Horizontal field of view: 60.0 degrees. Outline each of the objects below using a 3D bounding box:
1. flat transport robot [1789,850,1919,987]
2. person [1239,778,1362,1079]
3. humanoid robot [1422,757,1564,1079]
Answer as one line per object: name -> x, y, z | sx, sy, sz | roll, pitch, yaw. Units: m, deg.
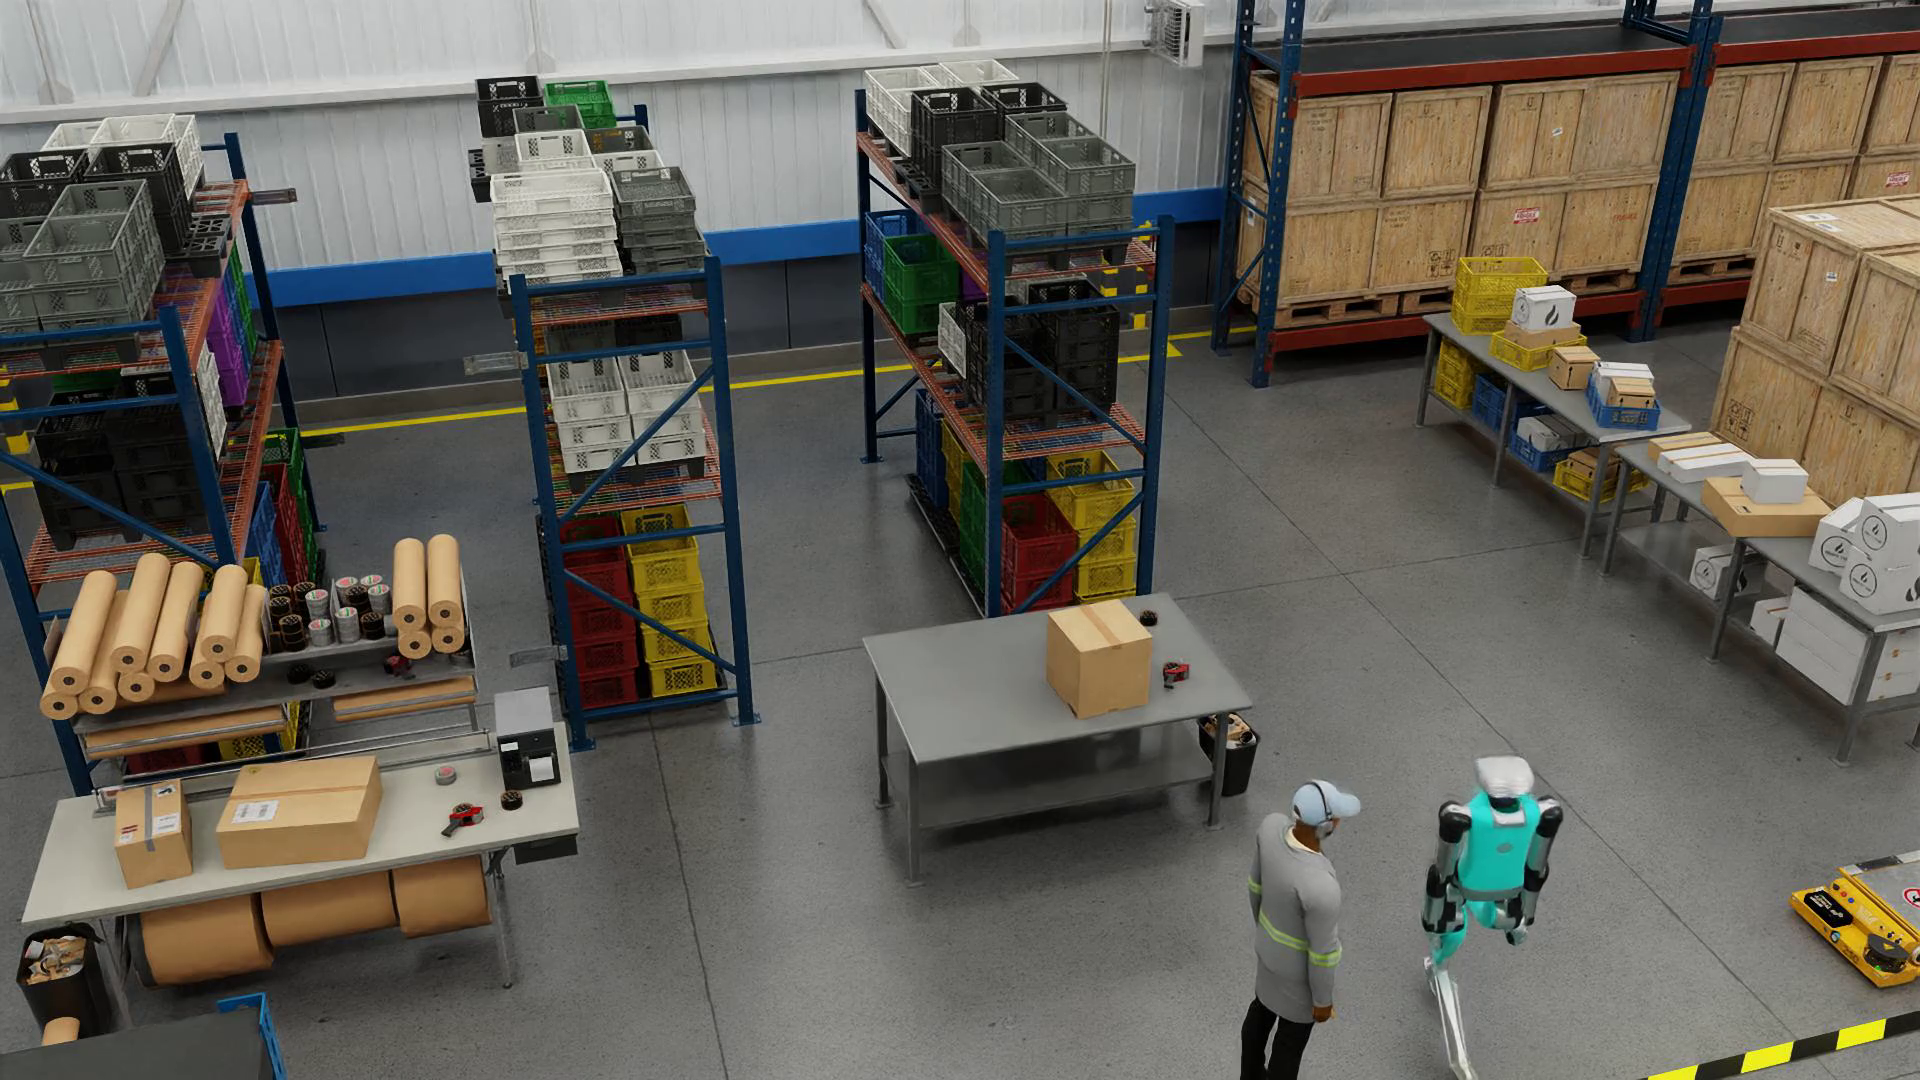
flat transport robot -> 5.163, 1.916, 8.676 | 1.431, 0.231, 0.659 | -8, 30, -14
person -> 1.478, 1.802, 7.239 | 0.389, 1.850, 0.599 | -9, 30, -16
humanoid robot -> 2.342, 1.624, 7.716 | 0.542, 1.742, 1.048 | -2, 29, -3
